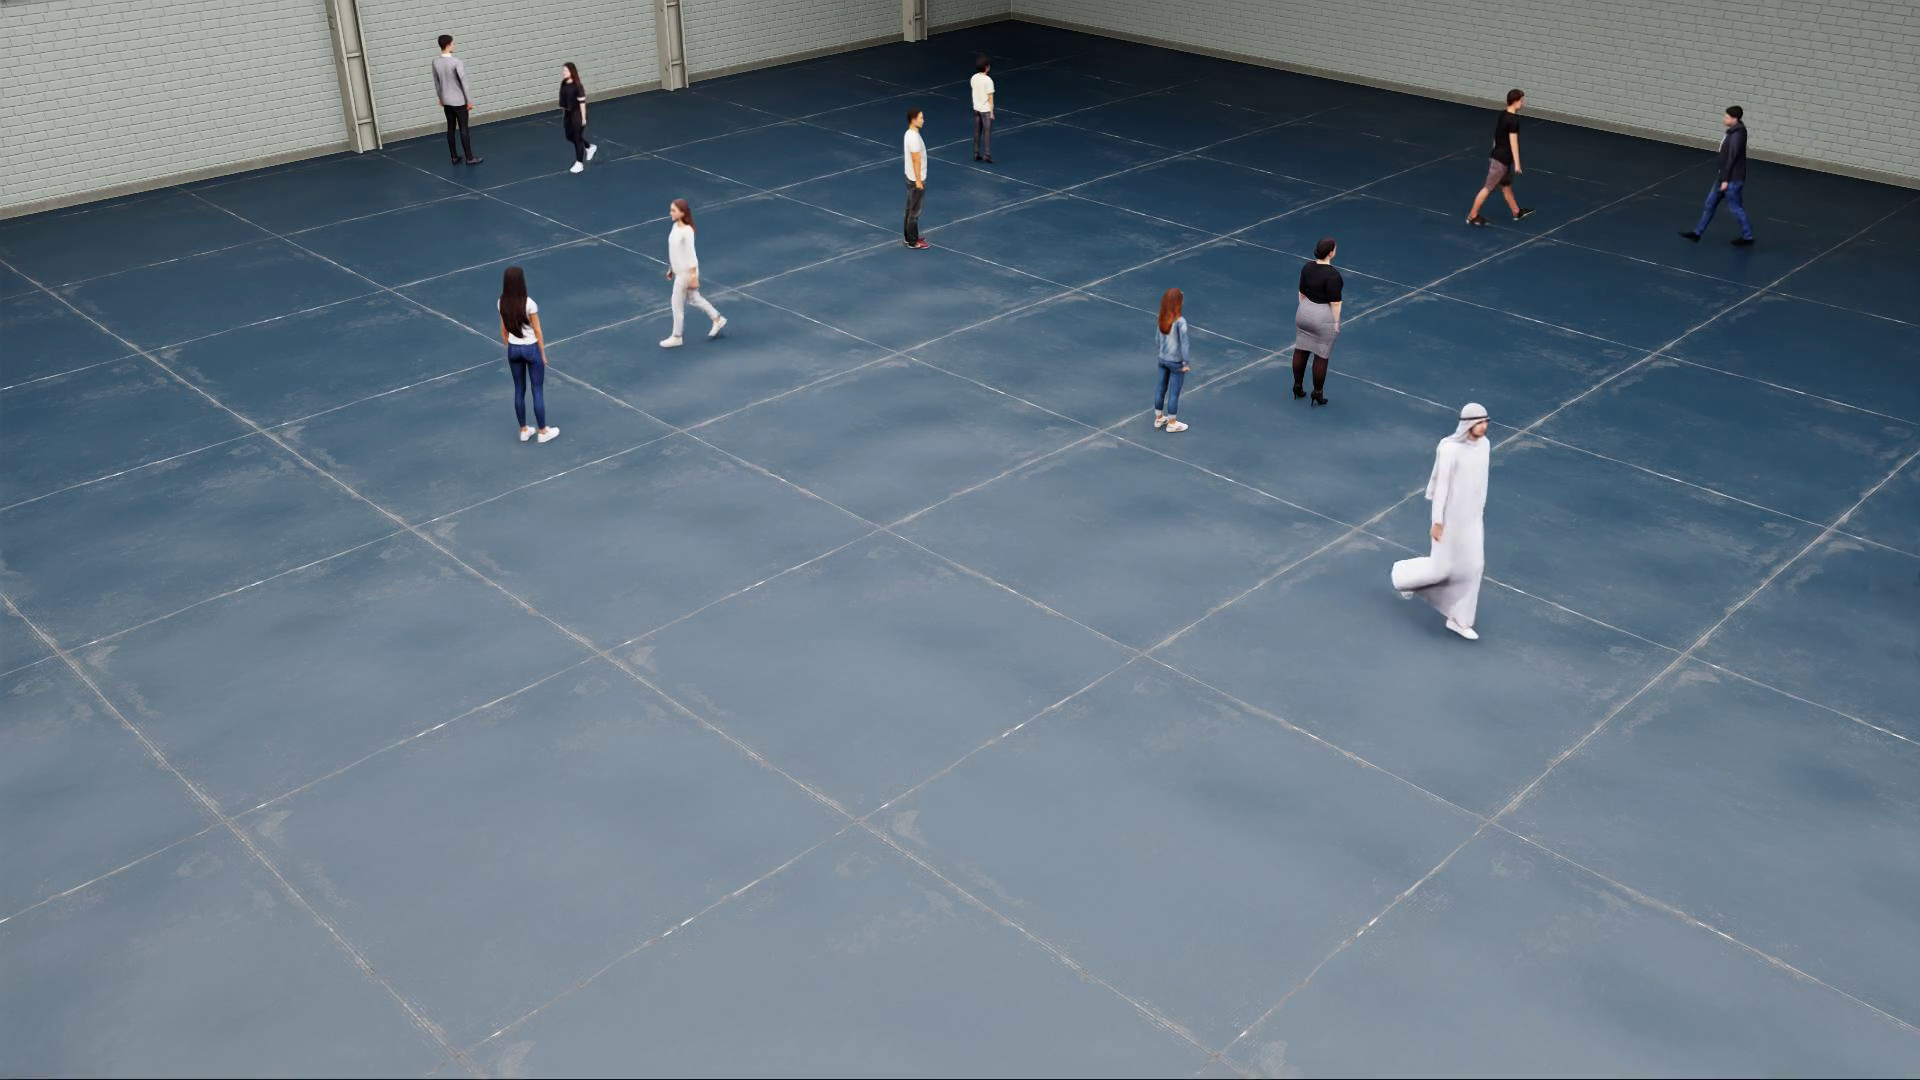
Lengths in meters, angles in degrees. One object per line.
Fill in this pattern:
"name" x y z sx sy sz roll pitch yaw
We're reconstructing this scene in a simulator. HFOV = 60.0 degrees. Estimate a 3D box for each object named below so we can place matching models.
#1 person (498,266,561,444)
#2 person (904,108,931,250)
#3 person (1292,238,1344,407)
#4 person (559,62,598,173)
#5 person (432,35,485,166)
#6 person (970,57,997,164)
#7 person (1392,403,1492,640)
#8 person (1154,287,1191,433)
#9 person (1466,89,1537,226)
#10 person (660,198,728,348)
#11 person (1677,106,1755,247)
"person" -4.243 -1.804 16.202 0.667 1.774 0.663 9 29 16
"person" -0.599 -4.714 21.640 0.739 1.799 0.725 -5 28 -9
"person" 3.660 -2.249 17.054 0.641 1.759 0.695 -20 34 -33
"person" -5.712 -6.347 24.890 0.675 1.625 0.850 19 33 31
"person" -7.659 -6.650 25.146 0.830 1.920 0.796 11 30 19
"person" 0.351 -6.539 25.292 0.459 1.587 0.588 -25 37 -38
"person" 3.845 -0.205 13.065 1.127 1.900 0.942 -15 32 -26
"person" 2.092 -1.793 16.496 0.530 1.477 0.587 -20 34 -33
"person" 7.197 -5.109 22.366 1.263 1.814 1.213 0 28 1
"person" -2.994 -2.991 18.553 1.132 1.659 0.830 -13 31 -23
"person" 10.069 -4.654 21.501 1.070 1.824 1.221 14 31 24
